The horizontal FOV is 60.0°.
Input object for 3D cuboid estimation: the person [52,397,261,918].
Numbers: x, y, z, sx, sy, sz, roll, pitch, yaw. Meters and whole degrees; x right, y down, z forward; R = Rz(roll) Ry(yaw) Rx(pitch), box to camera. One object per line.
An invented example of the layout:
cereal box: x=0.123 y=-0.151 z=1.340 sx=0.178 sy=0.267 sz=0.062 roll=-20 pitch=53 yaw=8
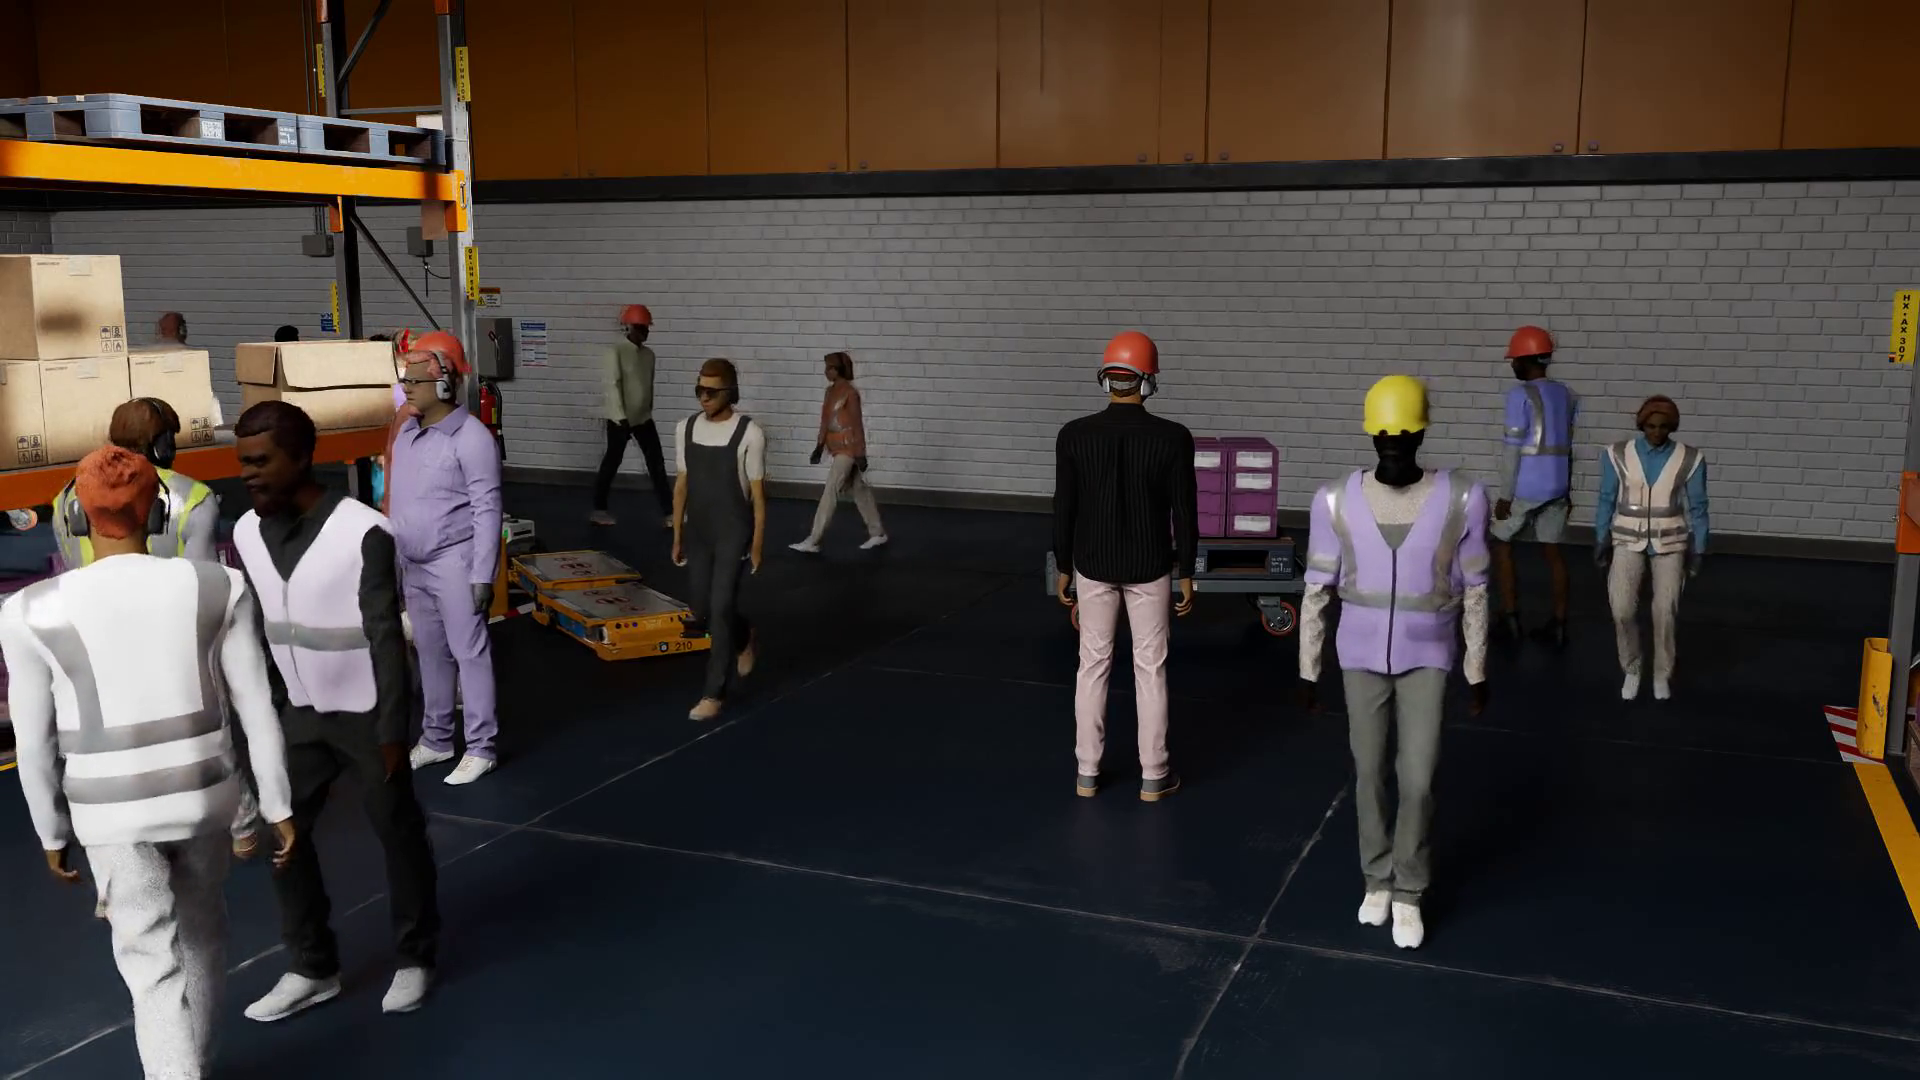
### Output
person: x=-2.887 y=0.380 z=6.068 sx=0.655 sy=1.795 sz=0.942 roll=1 pitch=9 yaw=6

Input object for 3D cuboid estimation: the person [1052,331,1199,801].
person: x=0.705 y=0.117 z=7.070 sx=0.622 sy=1.993 sz=0.384 roll=3 pitch=10 yaw=16

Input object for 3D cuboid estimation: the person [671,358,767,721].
person: x=-1.195 y=-0.032 z=8.523 sx=0.540 sy=1.821 sz=0.728 roll=4 pitch=10 yaw=21

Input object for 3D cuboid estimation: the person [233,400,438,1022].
person: x=-1.880 y=0.524 z=4.955 sx=0.590 sy=1.883 sz=0.570 roll=4 pitch=10 yaw=23

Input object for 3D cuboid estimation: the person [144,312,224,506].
person: x=-6.732 y=-1.043 z=14.500 sx=0.663 sy=1.855 sz=0.983 roll=3 pitch=10 yaw=18

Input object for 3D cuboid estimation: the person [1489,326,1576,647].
person: x=3.418 y=-0.305 z=9.919 sx=0.561 sy=1.915 sz=0.512 roll=-6 pitch=11 yaw=-34

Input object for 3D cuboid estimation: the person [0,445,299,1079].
person: x=-1.988 y=0.682 z=4.139 sx=0.603 sy=1.843 sz=0.903 roll=-7 pitch=12 yaw=-37

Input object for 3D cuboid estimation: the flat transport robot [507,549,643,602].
flat transport robot: x=-2.662 y=0.258 z=11.429 sx=0.652 sy=0.197 sz=1.431 roll=-5 pitch=10 yaw=-25

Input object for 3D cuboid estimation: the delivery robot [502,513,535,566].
delivery robot: x=-3.456 y=-0.050 z=12.153 sx=0.707 sy=0.478 sz=0.477 roll=5 pitch=11 yaw=29

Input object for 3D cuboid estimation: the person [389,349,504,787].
person: x=-2.289 y=0.120 z=7.316 sx=0.640 sy=1.910 sz=0.401 roll=7 pitch=12 yaw=37

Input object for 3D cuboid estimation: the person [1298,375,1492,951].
person: x=1.435 y=0.408 z=5.557 sx=0.624 sy=1.905 sz=0.641 roll=4 pitch=10 yaw=22

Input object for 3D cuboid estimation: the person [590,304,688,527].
person: x=-2.839 y=-1.065 z=14.427 sx=1.045 sy=1.941 sz=0.629 roll=6 pitch=11 yaw=34

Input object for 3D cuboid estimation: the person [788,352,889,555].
person: x=-0.939 y=-0.684 z=13.144 sx=0.879 sy=1.591 sz=0.509 roll=-4 pitch=10 yaw=-22

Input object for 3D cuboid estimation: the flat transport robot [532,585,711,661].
flat transport robot: x=-2.071 y=0.473 z=10.126 sx=0.652 sy=0.197 sz=1.431 roll=-6 pitch=11 yaw=-31

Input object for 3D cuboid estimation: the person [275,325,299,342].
person: x=-6.475 y=-1.223 z=16.092 sx=0.317 sy=1.695 sz=0.540 roll=-1 pitch=9 yaw=-5

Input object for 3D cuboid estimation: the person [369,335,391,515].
person: x=-5.149 y=-0.988 z=14.790 sx=0.545 sy=1.654 sz=0.785 roll=-9 pitch=13 yaw=-42

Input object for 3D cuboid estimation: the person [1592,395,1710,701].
person: x=3.581 y=0.050 z=8.632 sx=0.570 sy=1.607 sz=0.515 roll=4 pitch=10 yaw=25

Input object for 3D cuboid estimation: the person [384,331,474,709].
person: x=-2.744 y=-0.059 z=8.246 sx=0.713 sy=1.959 sz=0.659 roll=-3 pitch=10 yaw=-20

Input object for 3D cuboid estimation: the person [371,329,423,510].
person: x=-4.408 y=-0.746 z=12.926 sx=0.962 sy=1.788 sz=0.617 roll=4 pitch=10 yaw=23
